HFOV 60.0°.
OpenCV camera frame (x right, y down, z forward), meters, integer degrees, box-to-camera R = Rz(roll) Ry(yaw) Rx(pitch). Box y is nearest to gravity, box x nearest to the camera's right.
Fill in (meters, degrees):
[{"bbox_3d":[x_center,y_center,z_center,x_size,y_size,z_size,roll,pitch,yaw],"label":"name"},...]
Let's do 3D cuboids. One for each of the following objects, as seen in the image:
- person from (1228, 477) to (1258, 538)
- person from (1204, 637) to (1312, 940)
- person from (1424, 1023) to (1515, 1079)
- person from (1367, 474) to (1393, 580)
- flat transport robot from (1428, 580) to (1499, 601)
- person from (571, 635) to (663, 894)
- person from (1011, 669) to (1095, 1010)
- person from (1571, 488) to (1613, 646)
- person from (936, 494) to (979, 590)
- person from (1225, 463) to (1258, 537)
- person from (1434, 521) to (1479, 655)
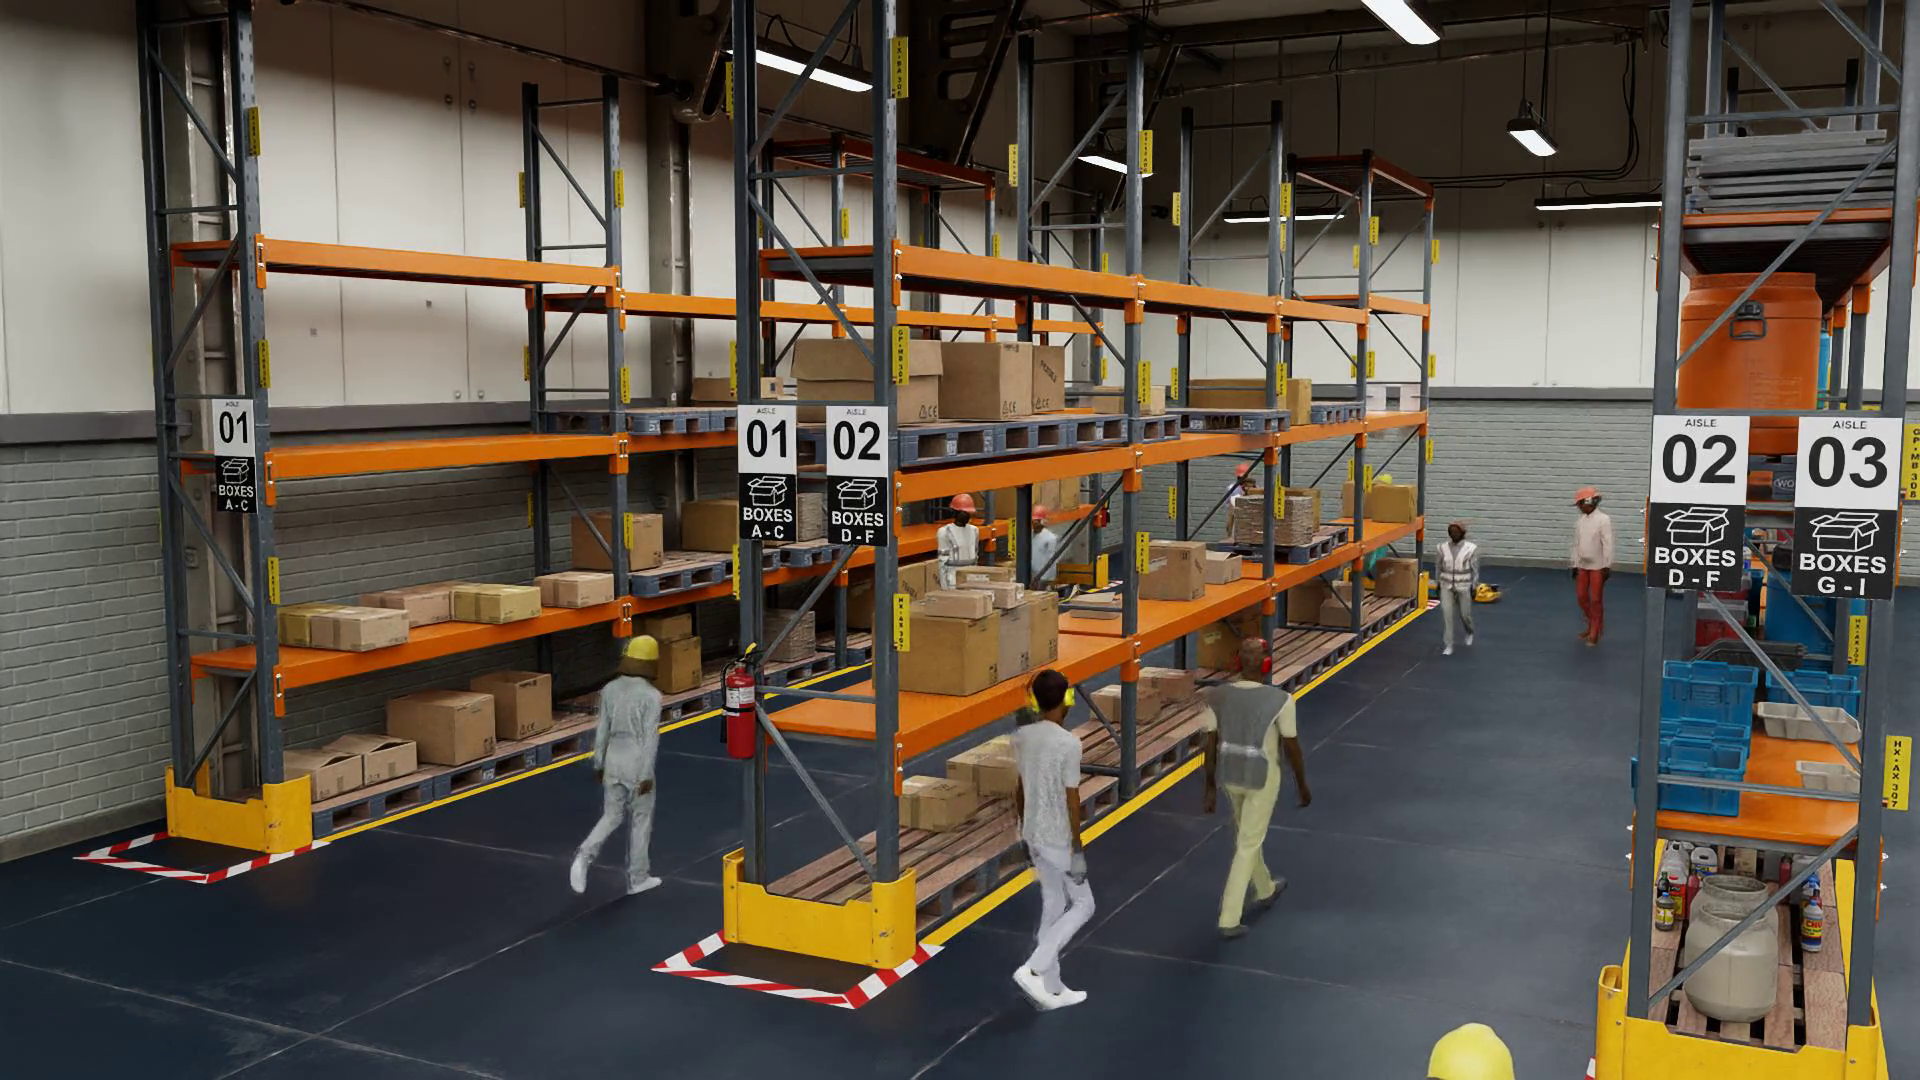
[{"bbox_3d":[4.364,-0.063,25.194,0.576,1.818,0.815,2,6,18],"label":"person"},{"bbox_3d":[1.823,1.489,10.202,0.575,1.793,0.976,5,8,43],"label":"person"},{"bbox_3d":[1.283,2.113,4.267,0.528,1.765,0.328,3,6,23],"label":"person"},{"bbox_3d":[6.781,-0.180,26.664,0.387,1.755,0.543,-3,7,-29],"label":"person"},{"bbox_3d":[7.245,0.740,24.806,1.431,0.197,0.652,3,7,29],"label":"flat transport robot"},{"bbox_3d":[-2.180,1.478,10.734,0.502,1.711,0.667,3,7,28],"label":"person"},{"bbox_3d":[0.493,1.605,8.841,0.455,1.839,0.546,-4,7,-36],"label":"person"},{"bbox_3d":[7.923,0.333,20.705,0.542,1.952,0.681,-1,6,-14],"label":"person"},{"bbox_3d":[0.012,0.489,18.737,0.382,2.041,0.608,6,8,45],"label":"person"},{"bbox_3d":[4.632,-0.330,27.344,0.565,1.911,0.646,1,6,5],"label":"person"},{"bbox_3d":[5.991,0.563,20.041,0.521,1.622,0.568,3,7,28],"label":"person"}]
